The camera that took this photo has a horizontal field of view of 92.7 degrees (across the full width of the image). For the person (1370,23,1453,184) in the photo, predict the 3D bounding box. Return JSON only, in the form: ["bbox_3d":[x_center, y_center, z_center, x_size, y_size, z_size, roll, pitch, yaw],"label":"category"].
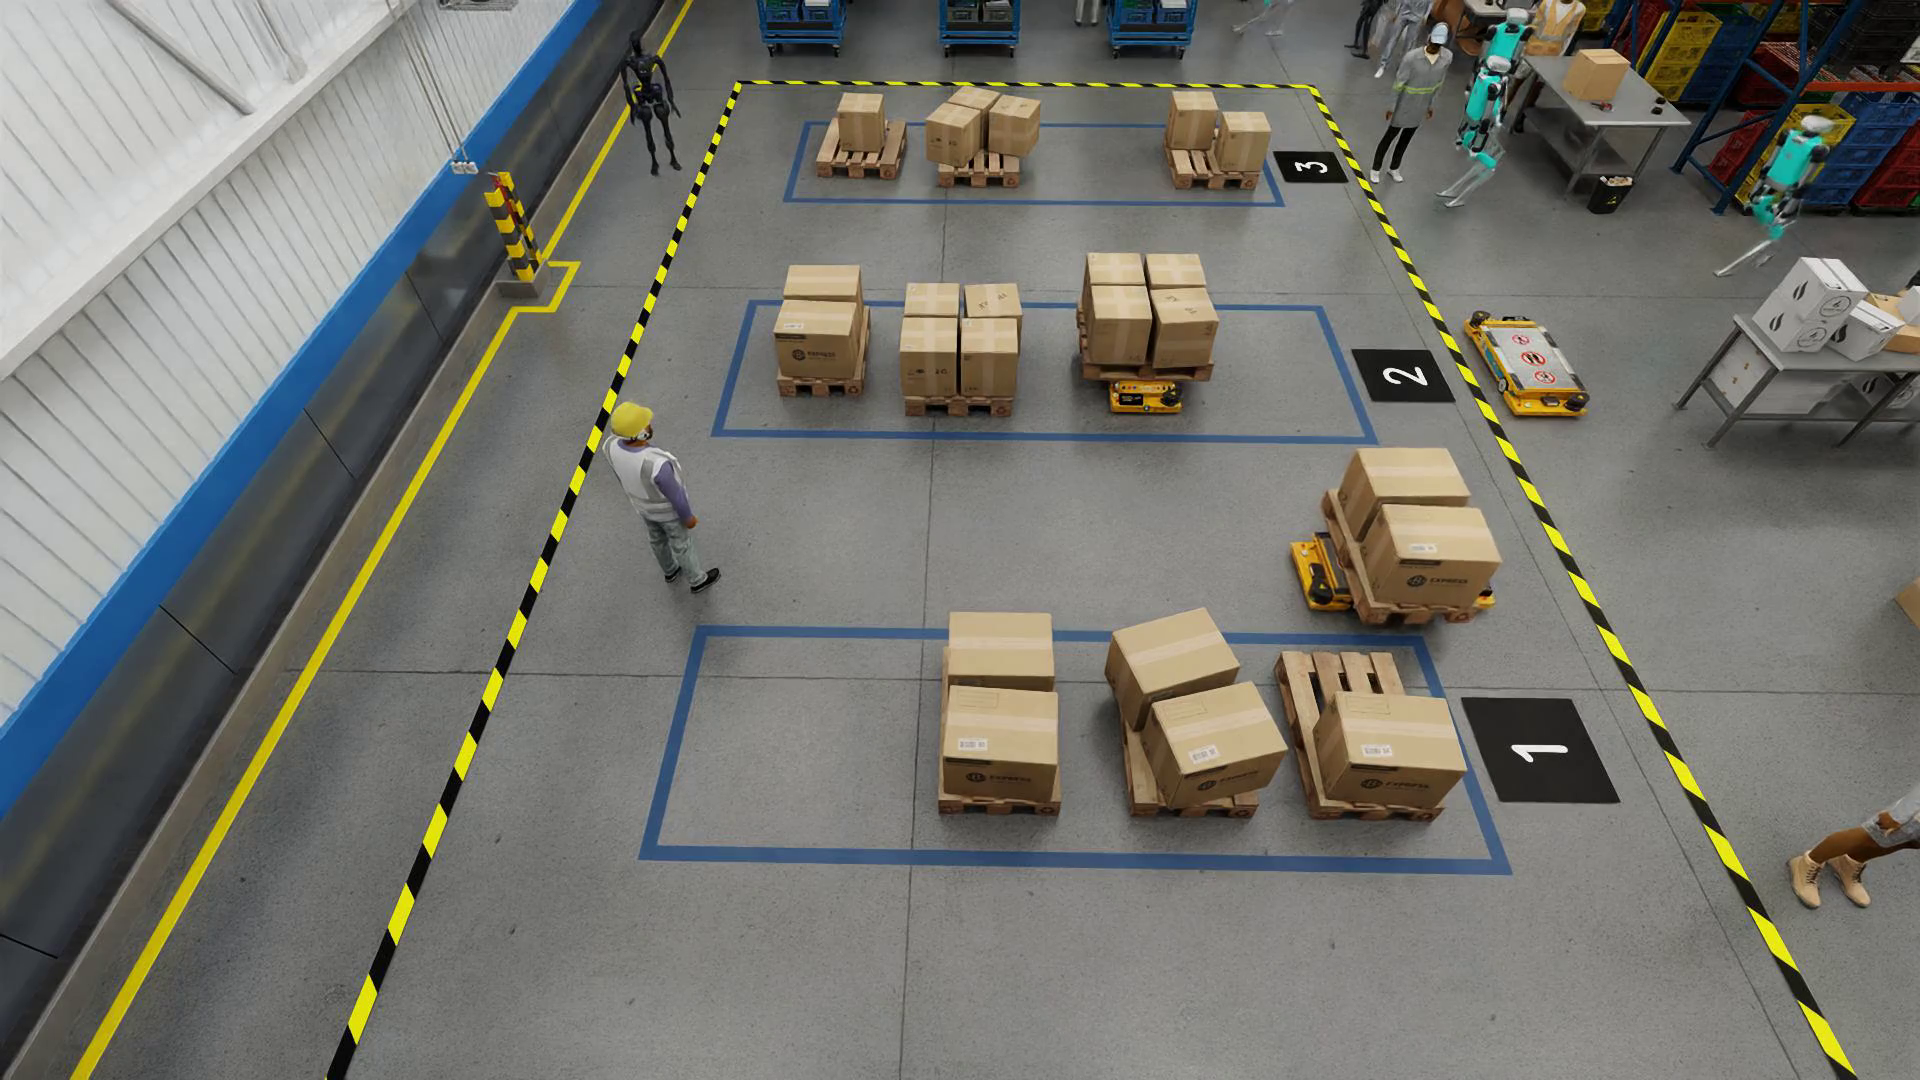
[{"bbox_3d":[5.427,-5.204,10.991,0.596,1.849,0.385,-4,49,-3],"label":"person"}]

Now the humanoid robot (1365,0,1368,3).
[{"bbox_3d":[7.127,-9.678,14.982,0.538,1.642,0.590,0,49,0],"label":"humanoid robot"}]

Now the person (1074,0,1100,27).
[{"bbox_3d":[2.091,-9.039,14.326,0.567,1.832,0.402,2,49,1],"label":"person"}]

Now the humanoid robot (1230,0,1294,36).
[{"bbox_3d":[4.798,-8.500,13.940,1.031,1.746,0.543,12,50,10],"label":"humanoid robot"}]

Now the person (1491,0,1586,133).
[{"bbox_3d":[7.551,-6.308,11.890,0.542,1.938,0.353,18,51,15],"label":"person"}]

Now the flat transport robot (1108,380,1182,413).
[{"bbox_3d":[1.773,-1.807,9.079,0.652,0.197,1.431,1,49,1],"label":"flat transport robot"}]

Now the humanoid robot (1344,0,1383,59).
[{"bbox_3d":[6.132,-8.038,13.564,0.448,1.646,0.611,24,53,20],"label":"humanoid robot"}]

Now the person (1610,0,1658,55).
[{"bbox_3d":[10.241,-8.203,13.541,0.393,1.922,0.591,-34,57,-26],"label":"person"}]

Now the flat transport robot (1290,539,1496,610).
[{"bbox_3d":[3.445,0.239,7.308,1.431,0.197,0.652,0,49,0],"label":"flat transport robot"}]

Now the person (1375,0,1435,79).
[{"bbox_3d":[6.421,-7.473,13.029,0.483,1.737,0.305,17,51,14],"label":"person"}]

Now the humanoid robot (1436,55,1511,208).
[{"bbox_3d":[6.042,-4.652,10.499,0.735,1.677,0.533,0,49,0],"label":"humanoid robot"}]

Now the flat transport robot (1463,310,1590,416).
[{"bbox_3d":[5.573,-1.757,9.054,0.659,0.231,1.431,1,49,1],"label":"flat transport robot"}]

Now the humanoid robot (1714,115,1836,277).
[{"bbox_3d":[8.758,-3.571,9.691,0.877,1.832,0.558,-9,50,-8],"label":"humanoid robot"}]

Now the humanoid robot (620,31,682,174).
[{"bbox_3d":[-3.761,-5.337,11.212,0.599,1.657,0.315,-13,50,-11],"label":"humanoid robot"}]

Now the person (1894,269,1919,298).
[{"bbox_3d":[10.358,-3.170,9.244,0.343,1.837,0.500,-32,56,-24],"label":"person"}]

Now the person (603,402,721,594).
[{"bbox_3d":[-2.195,-0.289,6.746,0.588,1.837,0.404,23,53,19],"label":"person"}]

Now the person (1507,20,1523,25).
[{"bbox_3d":[8.909,-8.875,14.041,0.607,2.048,0.365,-23,53,-19],"label":"person"}]

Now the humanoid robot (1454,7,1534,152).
[{"bbox_3d":[6.618,-5.483,11.335,0.532,1.781,0.998,3,49,2],"label":"humanoid robot"}]

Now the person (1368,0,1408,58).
[{"bbox_3d":[6.579,-8.119,13.542,0.635,1.816,0.726,-10,50,-9],"label":"person"}]

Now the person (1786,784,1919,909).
[{"bbox_3d":[5.474,1.517,5.050,0.612,2.041,0.377,0,49,0],"label":"person"}]

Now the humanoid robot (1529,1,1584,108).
[{"bbox_3d":[7.978,-6.526,12.255,0.381,1.644,0.615,-10,50,-9],"label":"humanoid robot"}]
